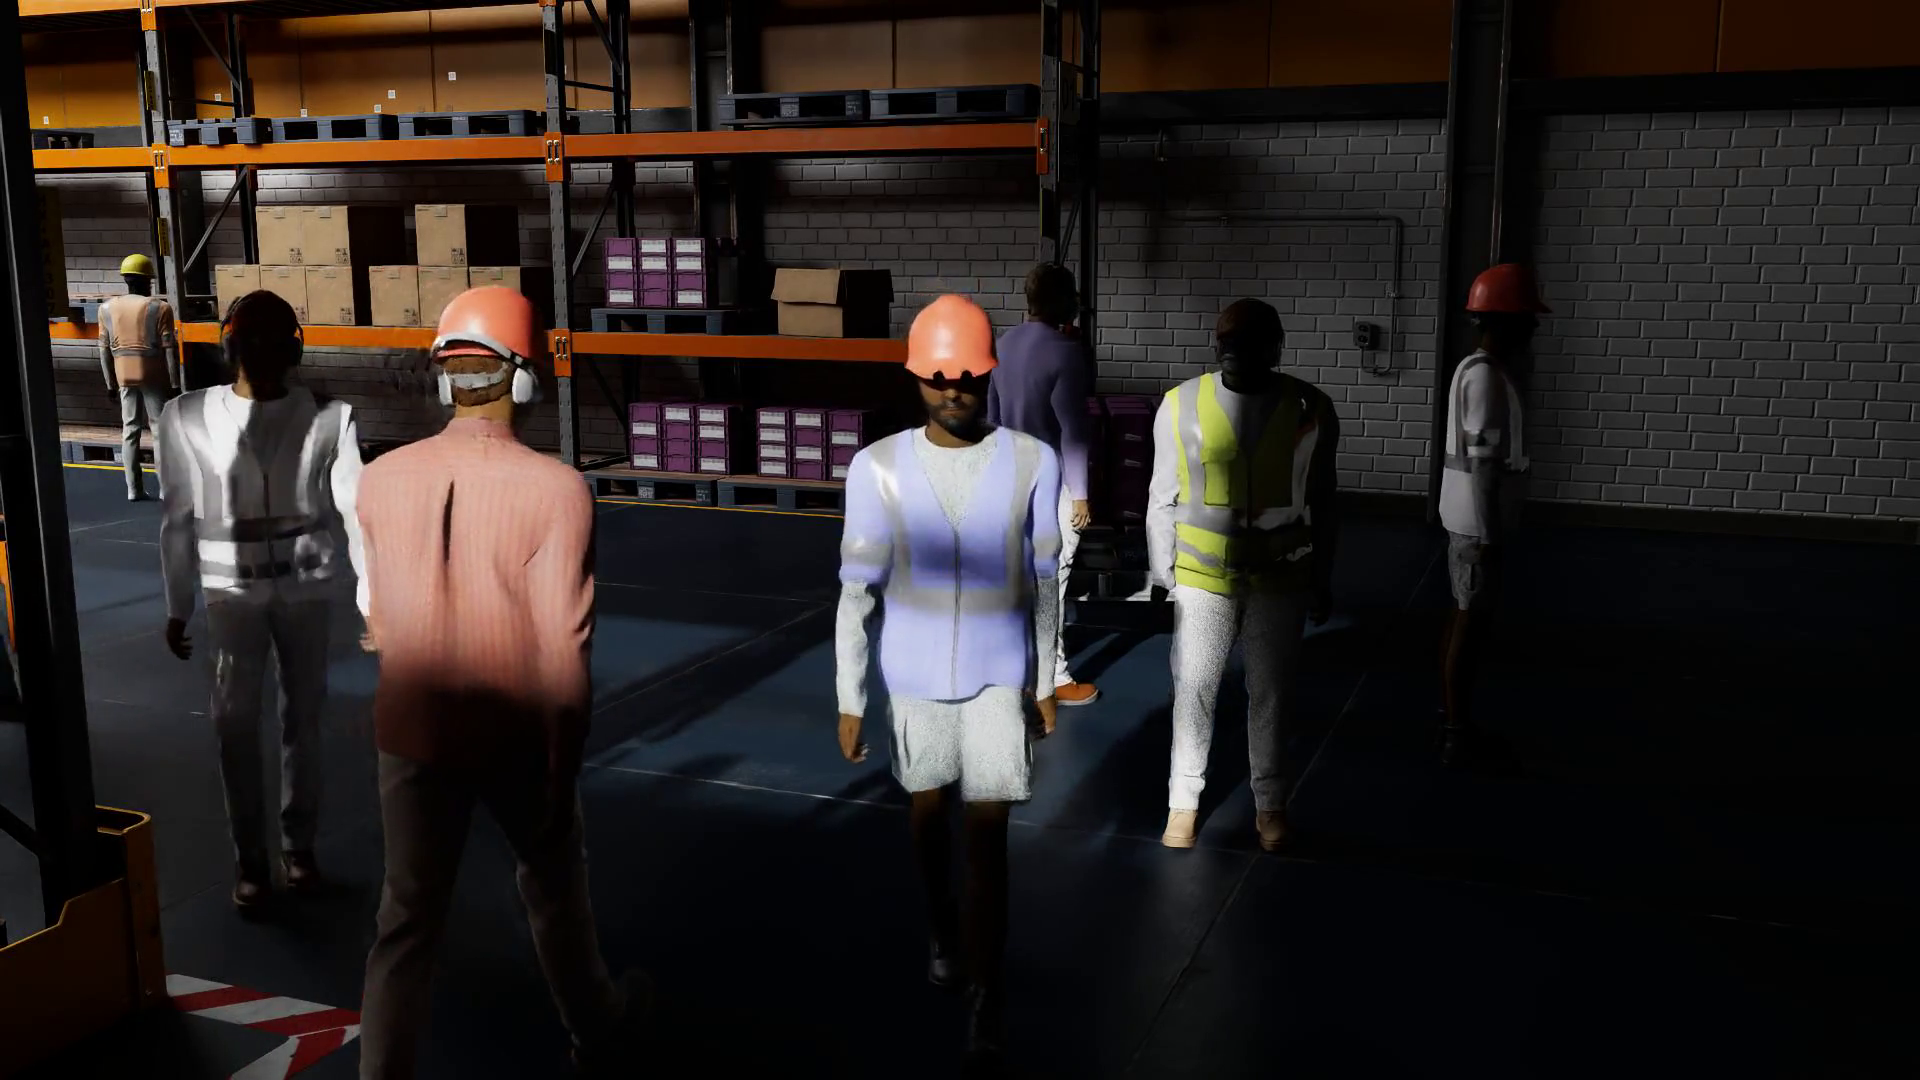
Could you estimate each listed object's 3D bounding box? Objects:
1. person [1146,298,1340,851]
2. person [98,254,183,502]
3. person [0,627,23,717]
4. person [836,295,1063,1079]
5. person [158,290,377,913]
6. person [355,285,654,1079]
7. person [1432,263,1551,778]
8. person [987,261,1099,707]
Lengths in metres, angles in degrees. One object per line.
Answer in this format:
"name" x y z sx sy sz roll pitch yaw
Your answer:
"person" 0.933 0.127 5.516 0.633 1.839 0.429 1 10 5
"person" -6.361 -1.254 12.971 0.593 1.922 0.383 0 10 0
"person" -4.454 -0.094 6.902 0.959 1.769 0.632 -1 10 -5
"person" -0.024 0.345 4.160 0.568 1.883 0.984 0 10 0
"person" -2.058 0.193 5.031 0.616 1.873 0.546 -6 12 -28
"person" -1.048 0.423 3.653 0.626 1.928 1.068 3 11 14
"person" 2.024 -0.077 6.372 0.364 1.939 0.542 2 10 13
"person" 0.357 -0.242 7.291 0.366 1.938 0.630 -7 12 -33
